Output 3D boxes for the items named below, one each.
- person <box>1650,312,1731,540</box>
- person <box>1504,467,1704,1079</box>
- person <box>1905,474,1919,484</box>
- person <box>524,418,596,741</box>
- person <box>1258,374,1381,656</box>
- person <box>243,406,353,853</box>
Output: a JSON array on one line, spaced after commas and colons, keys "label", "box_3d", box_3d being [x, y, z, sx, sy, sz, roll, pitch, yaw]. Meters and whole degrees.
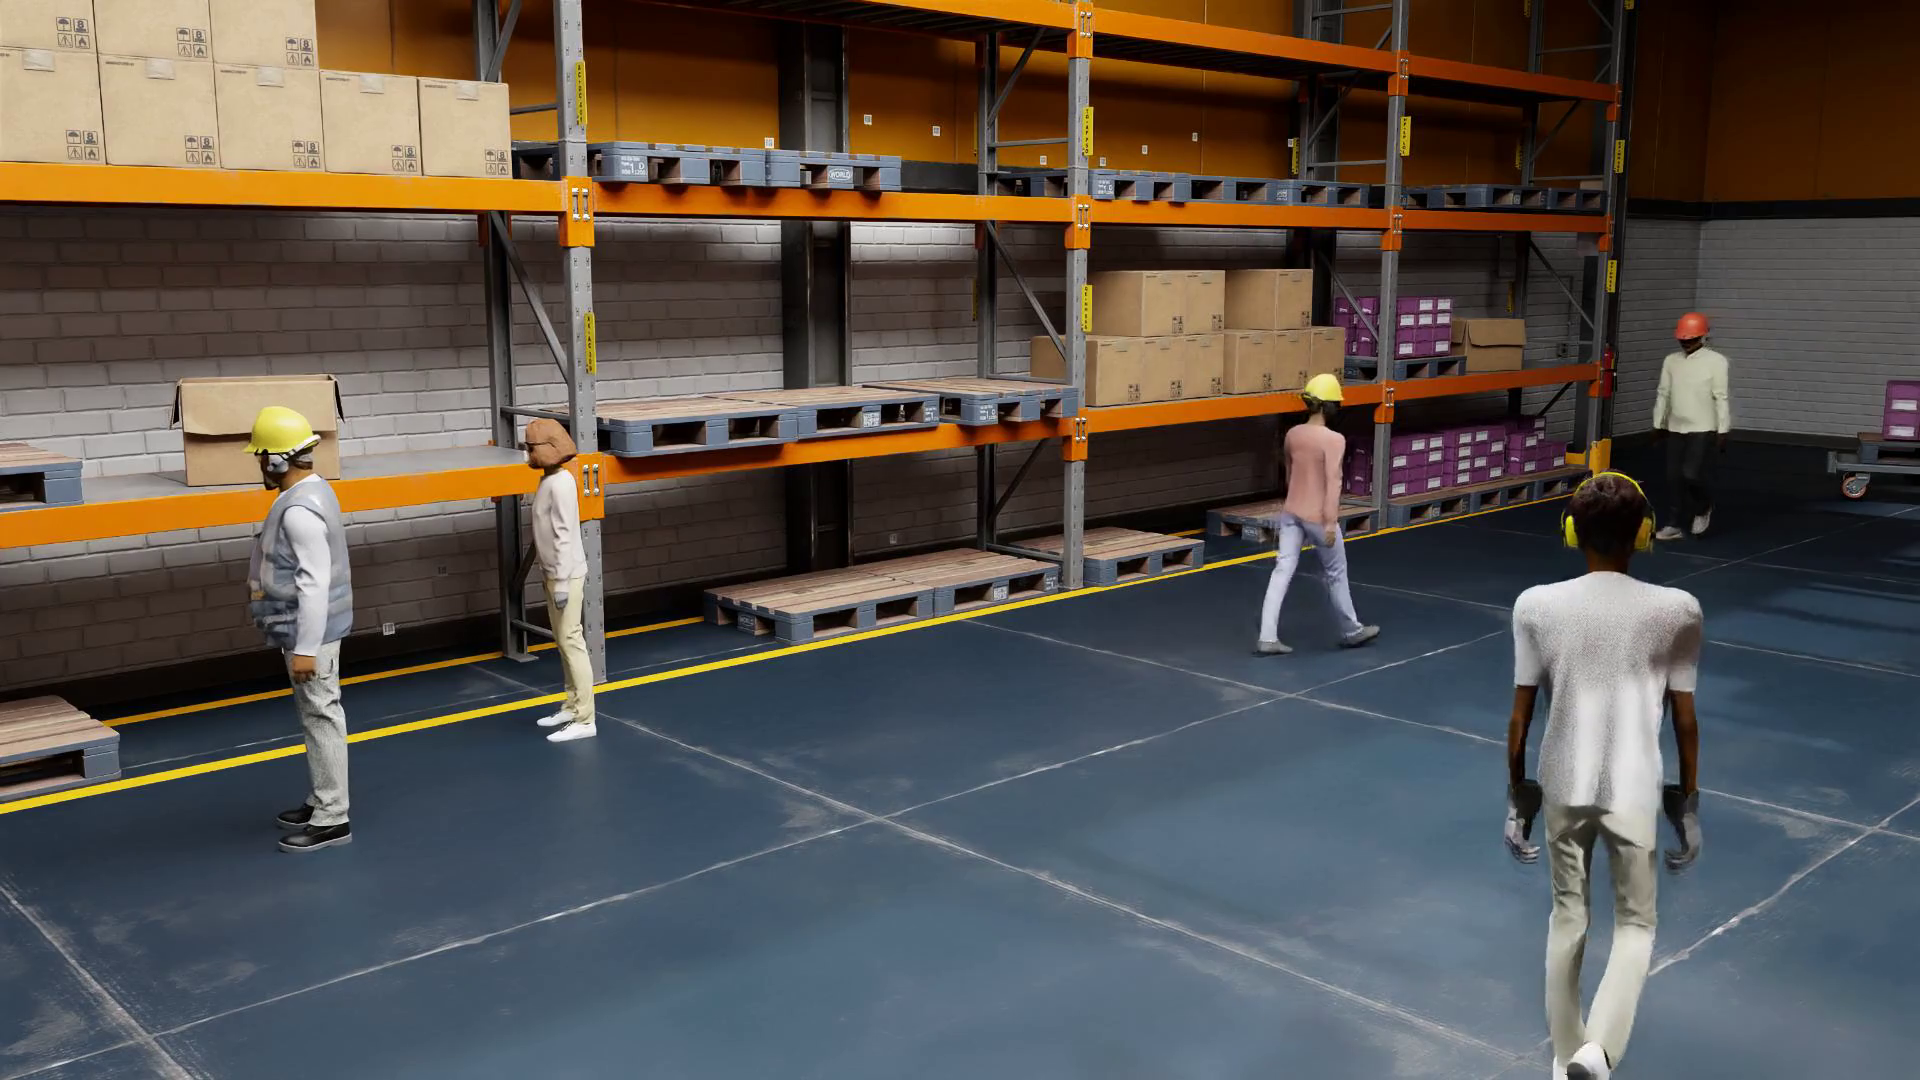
[{"label": "person", "box_3d": [6.190, -0.945, 14.104, 0.533, 1.958, 0.718, -6, 11, -30]}, {"label": "person", "box_3d": [1.780, 0.731, 4.618, 0.535, 1.852, 0.610, 5, 11, 26]}, {"label": "person", "box_3d": [10.335, -1.464, 17.343, 0.867, 1.898, 0.546, 5, 11, 27]}, {"label": "person", "box_3d": [-2.036, 0.194, 8.424, 0.284, 1.626, 0.493, -4, 11, -23]}, {"label": "person", "box_3d": [2.184, -0.154, 10.162, 0.898, 1.711, 0.545, -6, 11, -30]}, {"label": "person", "box_3d": [-2.704, 0.363, 6.841, 0.404, 1.828, 0.591, -3, 10, -19]}]
